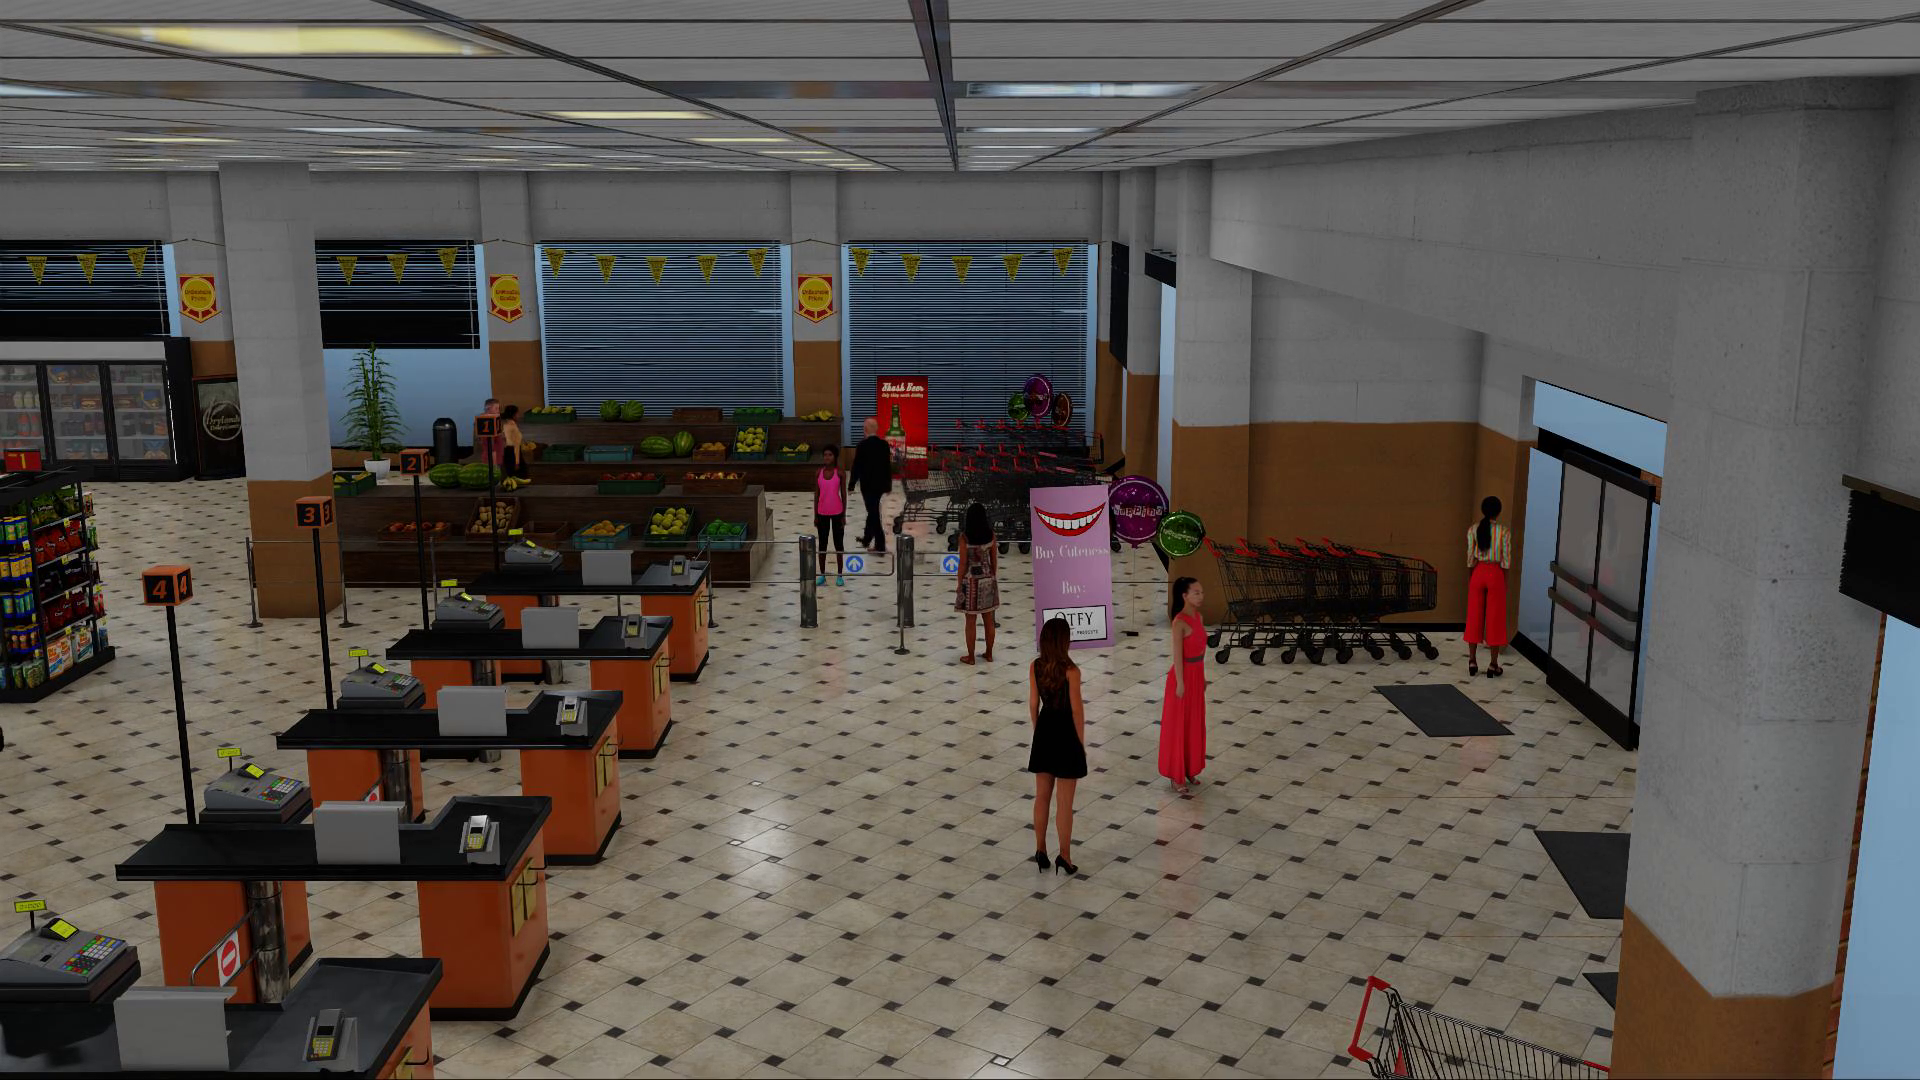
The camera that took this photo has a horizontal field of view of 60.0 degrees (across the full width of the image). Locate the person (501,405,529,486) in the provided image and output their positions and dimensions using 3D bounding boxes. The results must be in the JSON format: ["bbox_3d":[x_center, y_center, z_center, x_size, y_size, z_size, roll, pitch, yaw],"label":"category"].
[{"bbox_3d":[-6.543,-1.129,24.168,0.852,1.634,0.787,-11,16,-41],"label":"person"}]

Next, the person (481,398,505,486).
[{"bbox_3d":[-6.626,-1.095,23.532,0.665,1.831,0.746,-3,12,-16],"label":"person"}]

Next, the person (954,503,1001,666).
[{"bbox_3d":[0.176,0.429,16.742,0.635,1.645,0.783,-6,13,-26],"label":"person"}]

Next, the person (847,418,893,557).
[{"bbox_3d":[-1.083,-0.665,21.638,1.059,1.769,1.105,-11,16,-42],"label":"person"}]

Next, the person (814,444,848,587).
[{"bbox_3d":[-1.557,-0.308,20.054,0.518,1.723,0.630,1,12,7],"label":"person"}]

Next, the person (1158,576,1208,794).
[{"bbox_3d":[1.796,1.133,13.198,0.746,1.728,0.713,8,15,35],"label":"person"}]

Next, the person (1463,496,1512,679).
[{"bbox_3d":[5.162,0.451,16.282,0.647,1.792,0.748,8,14,33],"label":"person"}]

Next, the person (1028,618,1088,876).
[{"bbox_3d":[0.664,1.431,11.524,0.629,1.835,0.725,8,14,32],"label":"person"}]
